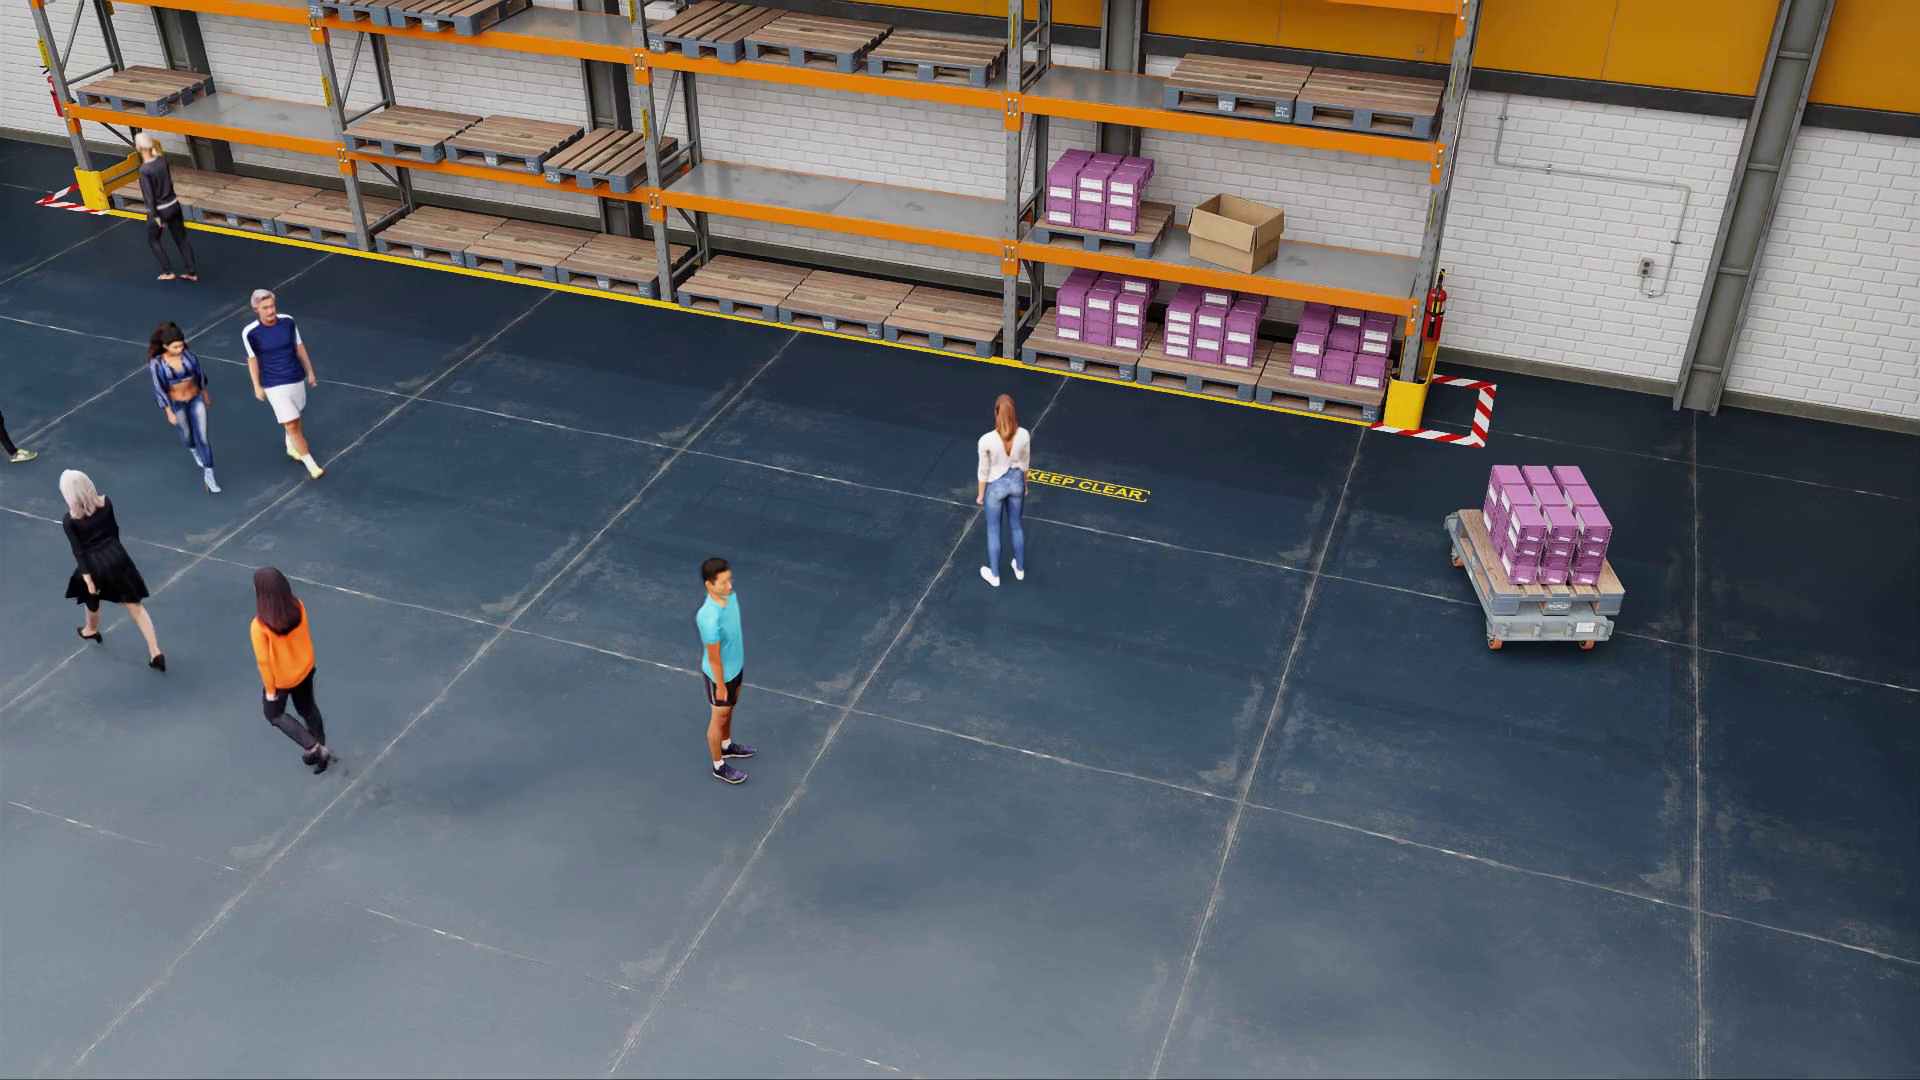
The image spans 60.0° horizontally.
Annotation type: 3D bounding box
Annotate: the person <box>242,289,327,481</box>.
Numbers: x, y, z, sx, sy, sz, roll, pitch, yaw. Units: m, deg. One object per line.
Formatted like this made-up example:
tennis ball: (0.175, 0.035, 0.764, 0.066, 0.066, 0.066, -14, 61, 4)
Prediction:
person: (-6.141, -1.450, 14.996, 1.205, 1.796, 0.933, 26, 42, 33)

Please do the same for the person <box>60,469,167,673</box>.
person: (-6.348, 0.266, 12.499, 1.203, 1.702, 0.762, 17, 37, 24)

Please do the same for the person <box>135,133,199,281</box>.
person: (-8.747, -3.658, 18.394, 0.682, 1.712, 0.641, 15, 37, 22)

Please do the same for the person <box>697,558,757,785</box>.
person: (-1.646, 0.878, 11.513, 0.569, 1.775, 0.657, 5, 34, 7)

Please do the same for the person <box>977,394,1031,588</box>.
person: (0.360, -0.406, 13.495, 0.662, 1.719, 0.739, -12, 35, -17)

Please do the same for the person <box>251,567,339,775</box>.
person: (-4.543, 0.944, 11.445, 0.658, 1.741, 0.625, 12, 35, 17)

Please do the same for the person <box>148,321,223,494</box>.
person: (-6.952, -1.236, 14.865, 1.008, 1.585, 1.135, -22, 39, -29)
